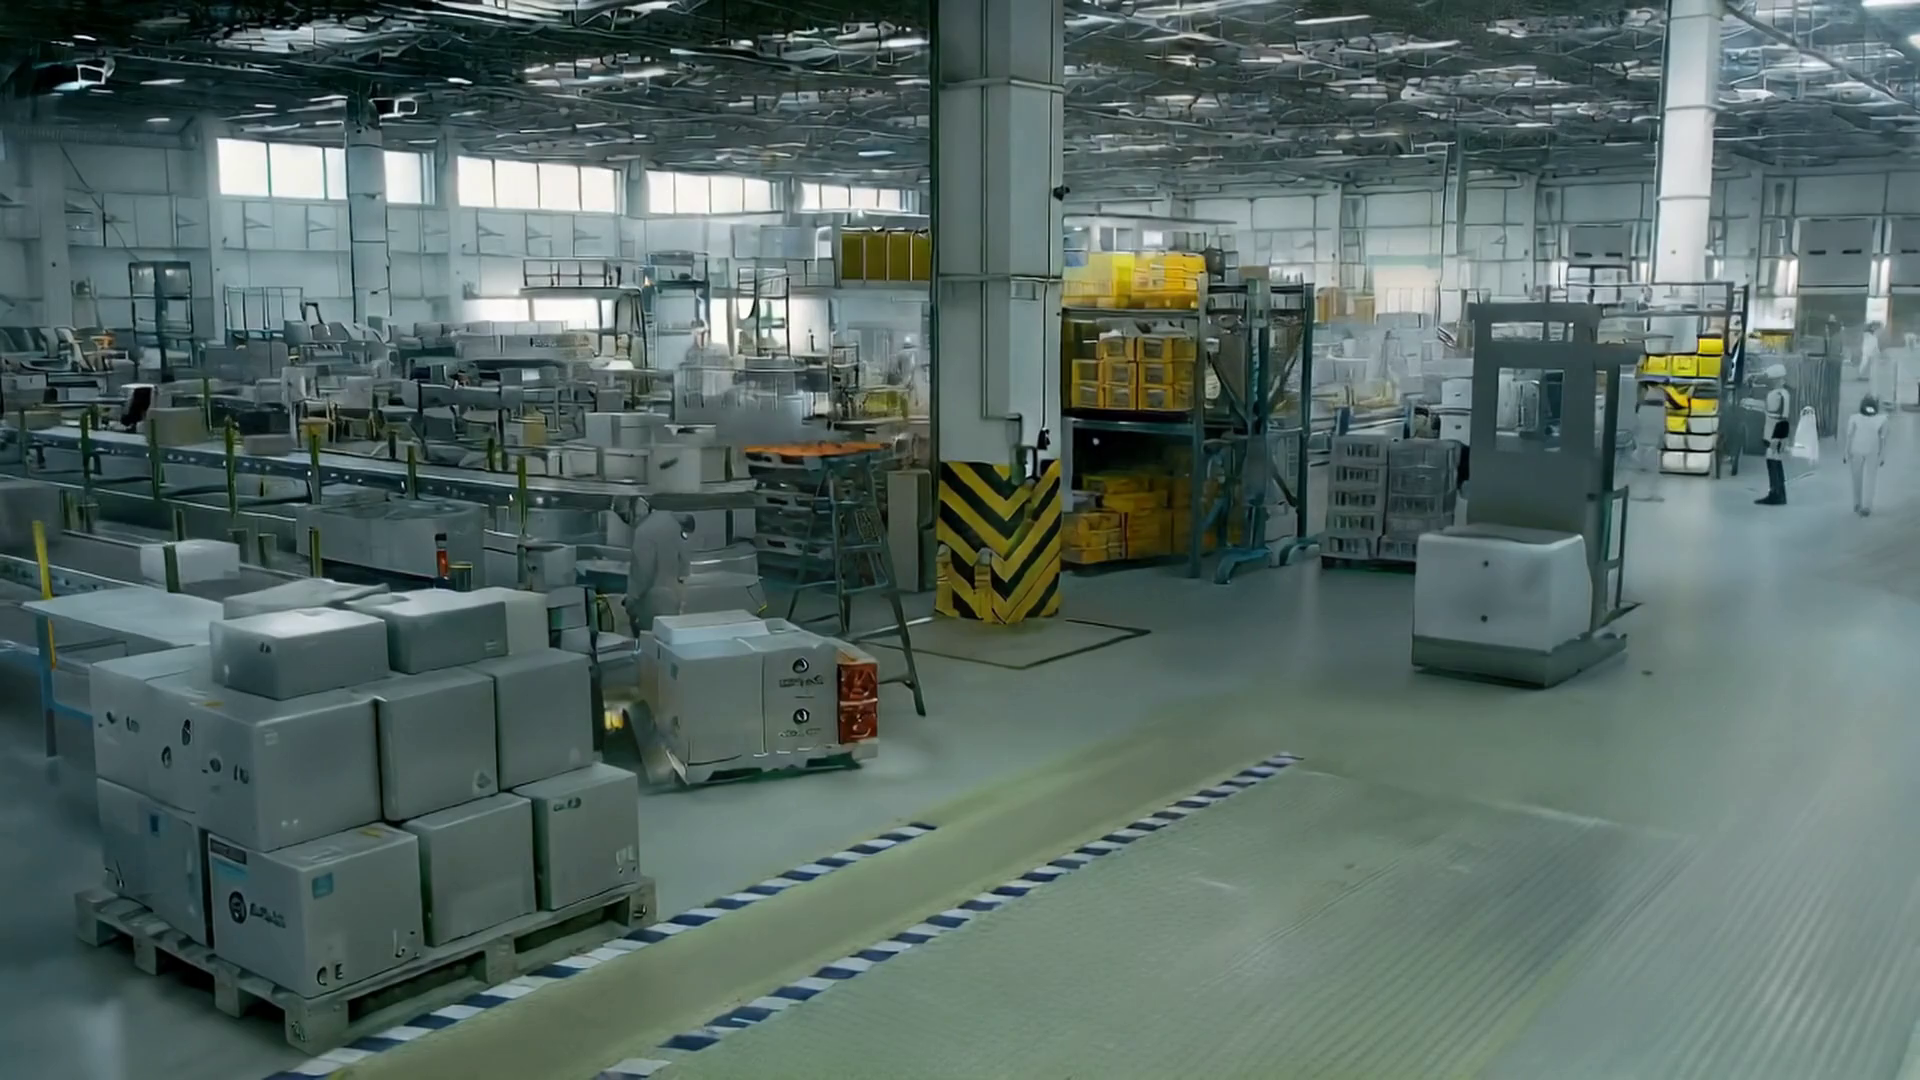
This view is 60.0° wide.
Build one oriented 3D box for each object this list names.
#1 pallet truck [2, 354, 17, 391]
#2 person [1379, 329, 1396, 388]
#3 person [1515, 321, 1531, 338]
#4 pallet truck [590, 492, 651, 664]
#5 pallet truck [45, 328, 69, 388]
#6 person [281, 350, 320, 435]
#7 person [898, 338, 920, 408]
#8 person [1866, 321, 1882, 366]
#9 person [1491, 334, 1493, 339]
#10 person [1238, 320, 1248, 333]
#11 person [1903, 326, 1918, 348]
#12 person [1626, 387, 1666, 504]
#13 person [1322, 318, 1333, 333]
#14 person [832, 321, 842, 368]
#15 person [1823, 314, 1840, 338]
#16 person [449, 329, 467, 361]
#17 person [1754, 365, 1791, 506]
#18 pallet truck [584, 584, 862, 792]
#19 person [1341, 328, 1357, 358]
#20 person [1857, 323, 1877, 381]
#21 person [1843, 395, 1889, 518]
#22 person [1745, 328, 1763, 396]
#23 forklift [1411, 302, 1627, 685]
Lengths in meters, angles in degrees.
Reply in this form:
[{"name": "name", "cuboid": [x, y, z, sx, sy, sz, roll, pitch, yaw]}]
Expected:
[{"name": "pallet truck", "cuboid": [-24.881, -4.417, 42.634, 1.885, 1.965, 0.823, 8, 11, 41]}, {"name": "person", "cuboid": [12.654, -5.325, 49.245, 0.562, 1.851, 0.417, -4, 10, -28]}, {"name": "person", "cuboid": [24.751, -8.852, 73.122, 0.636, 1.819, 0.675, 1, 9, 7]}, {"name": "pallet truck", "cuboid": [-3.115, 0.344, 12.883, 0.653, 1.274, 1.630, 7, 11, 37]}, {"name": "pallet truck", "cuboid": [-23.775, -4.544, 43.495, 1.885, 1.965, 0.823, 6, 10, 35]}, {"name": "person", "cuboid": [-11.667, -2.417, 29.479, 0.640, 1.904, 0.409, -7, 11, -38]}, {"name": "person", "cuboid": [-1.310, -4.227, 42.102, 0.601, 1.788, 0.941, -5, 10, -29]}, {"name": "person", "cuboid": [36.411, -7.794, 66.060, 0.982, 1.814, 0.561, -3, 9, -18]}, {"name": "person", "cuboid": [16.321, -5.535, 51.122, 0.748, 1.717, 0.497, -5, 10, -32]}, {"name": "person", "cuboid": [11.028, -7.603, 64.425, 0.552, 1.893, 0.953, 3, 9, 21]}, {"name": "person", "cuboid": [31.143, -6.095, 54.541, 0.579, 1.836, 1.001, -2, 9, -14]}, {"name": "person", "cuboid": [9.441, -1.302, 22.907, 0.491, 1.615, 0.550, -4, 9, -24]}, {"name": "person", "cuboid": [16.013, -8.709, 72.143, 0.619, 1.827, 0.834, 1, 9, 7]}, {"name": "person", "cuboid": [-4.617, -7.361, 63.010, 0.344, 1.841, 0.506, 6, 10, 36]}, {"name": "person", "cuboid": [37.668, -8.756, 71.894, 0.622, 1.992, 0.395, 5, 10, 31]}, {"name": "person", "cuboid": [-12.875, -4.419, 42.697, 0.625, 1.989, 1.071, 8, 11, 42]}, {"name": "person", "cuboid": [11.152, -1.434, 22.799, 0.399, 1.925, 0.542, 8, 12, 44]}, {"name": "pallet truck", "cuboid": [-1.426, 0.805, 10.019, 1.601, 1.201, 0.680, -4, 9, -26]}, {"name": "person", "cuboid": [11.265, -5.181, 48.119, 0.600, 1.902, 0.721, -4, 9, -27]}, {"name": "person", "cuboid": [30.016, -6.161, 54.711, 0.859, 1.908, 0.655, 7, 11, 40]}, {"name": "person", "cuboid": [11.750, -1.092, 21.598, 0.497, 1.586, 0.873, 5, 10, 31]}, {"name": "person", "cuboid": [22.401, -5.020, 46.926, 0.438, 1.925, 0.581, -4, 9, -25]}, {"name": "forklift", "cuboid": [4.379, -0.438, 12.852, 1.129, 2.768, 1.873, 7, 11, 37]}]
